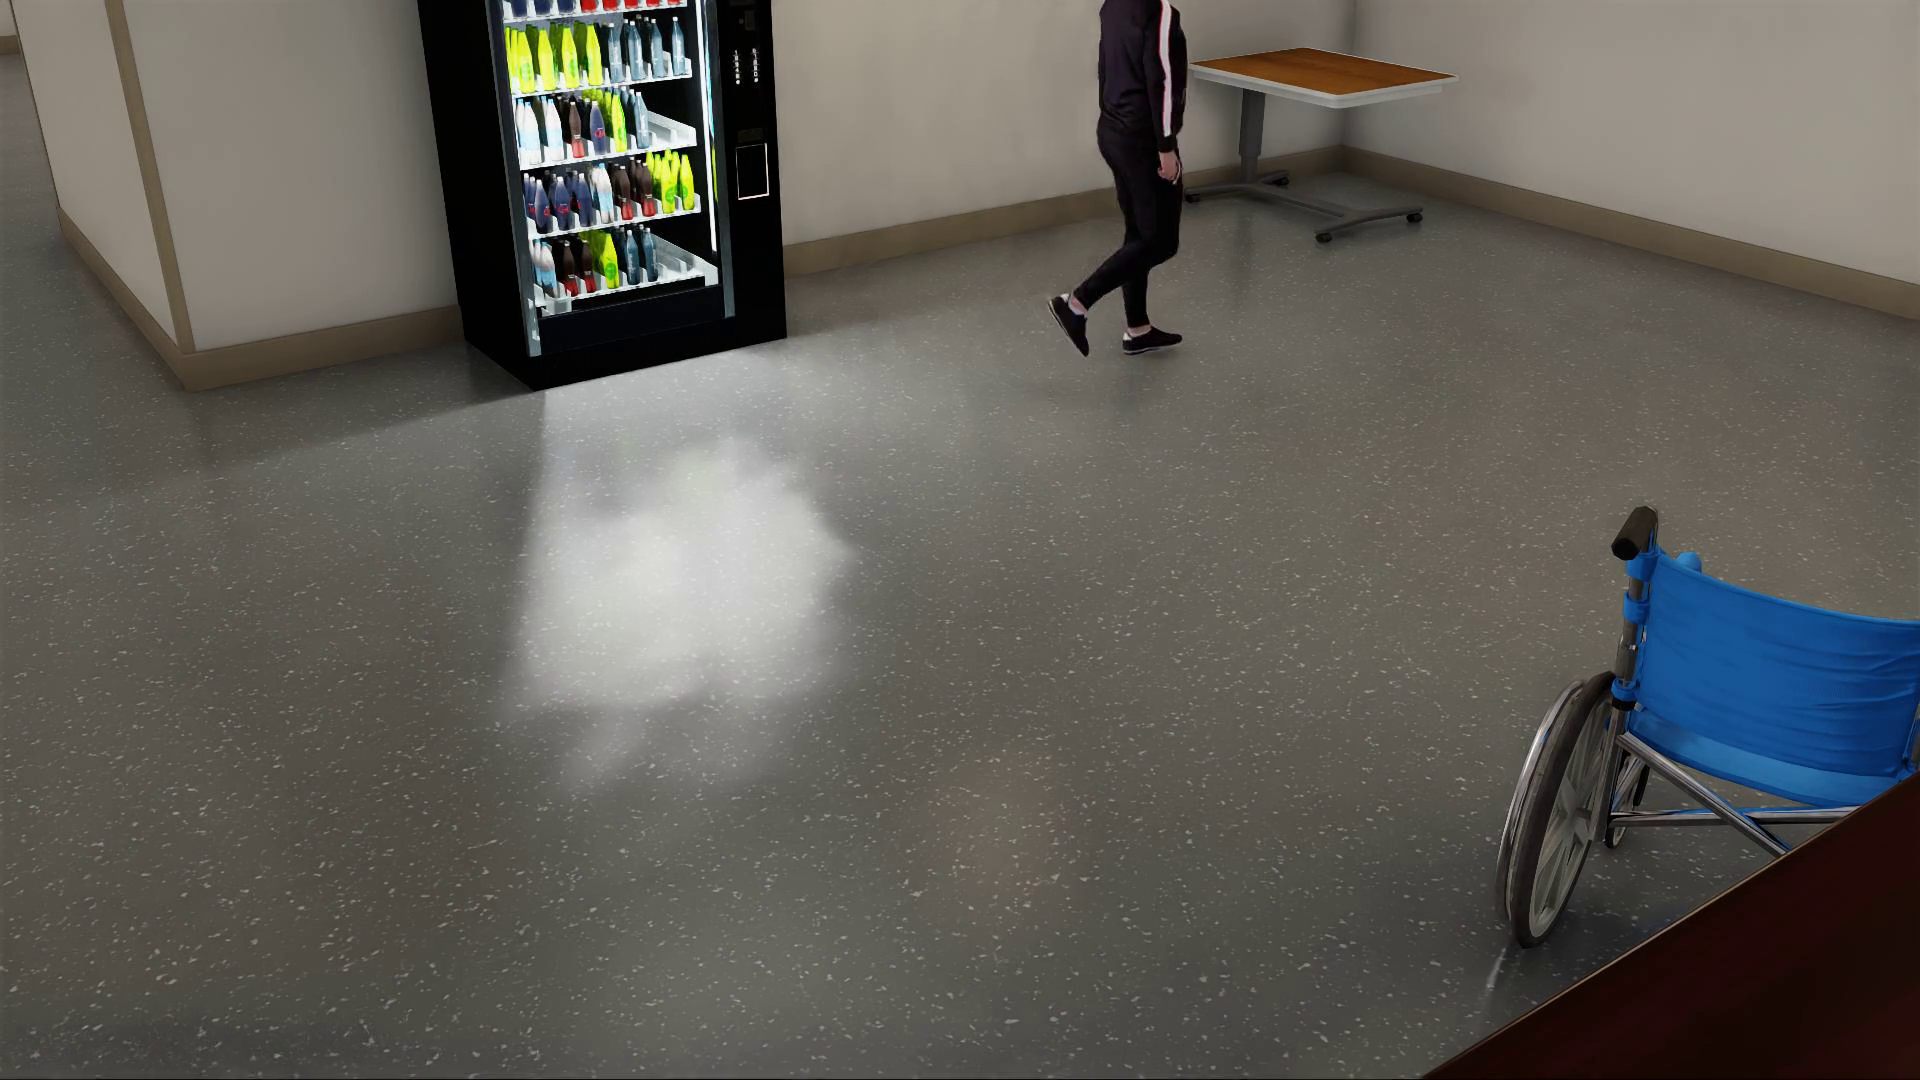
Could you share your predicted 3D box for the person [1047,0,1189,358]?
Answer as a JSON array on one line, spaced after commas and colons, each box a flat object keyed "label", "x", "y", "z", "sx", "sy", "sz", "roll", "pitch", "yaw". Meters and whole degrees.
[{"label": "person", "x": 0.669, "y": -1.591, "z": 6.884, "sx": 1.026, "sy": 1.821, "sz": 0.835, "roll": -9, "pitch": 27, "yaw": -18}]
